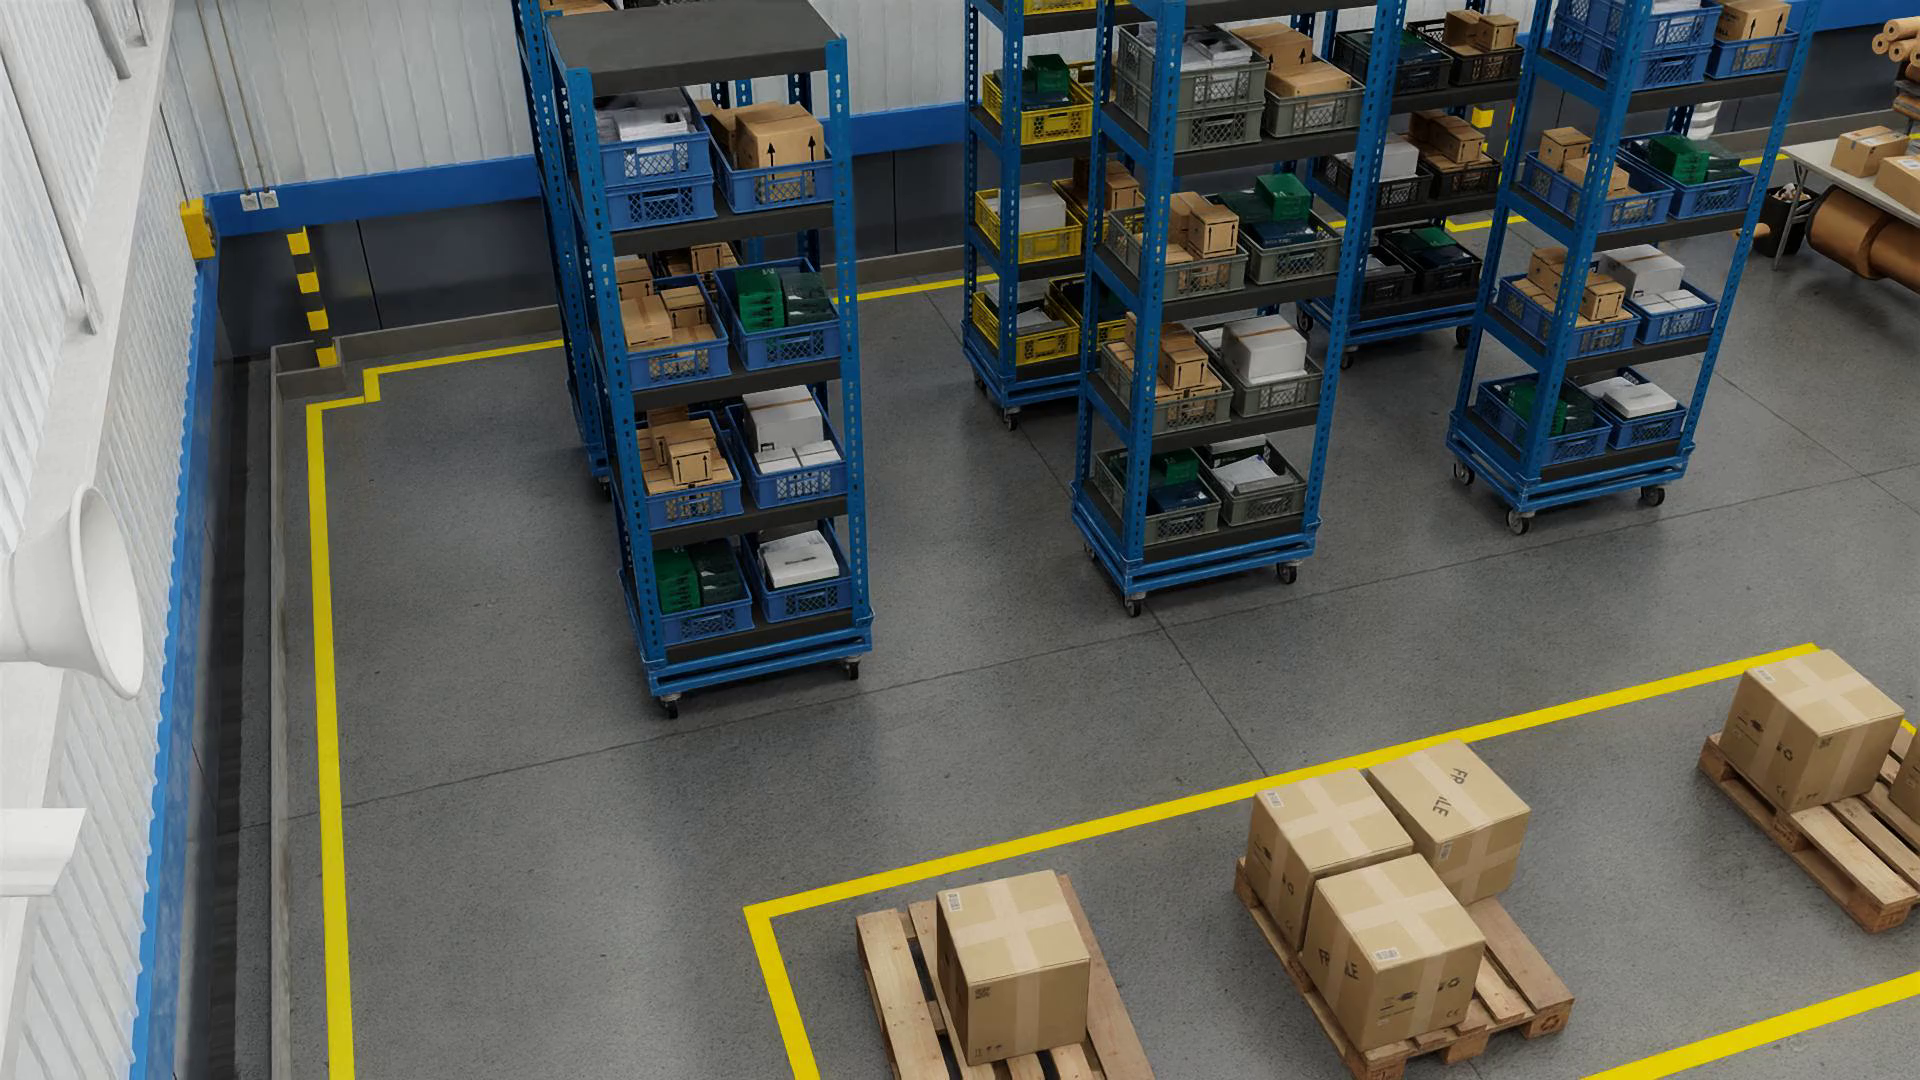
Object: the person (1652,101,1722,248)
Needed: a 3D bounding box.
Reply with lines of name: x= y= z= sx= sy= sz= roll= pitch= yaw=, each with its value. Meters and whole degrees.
person: x=5.818 y=-3.263 z=13.282 sx=0.583 sy=1.879 sz=0.337 roll=-23 pitch=41 yaw=-29
